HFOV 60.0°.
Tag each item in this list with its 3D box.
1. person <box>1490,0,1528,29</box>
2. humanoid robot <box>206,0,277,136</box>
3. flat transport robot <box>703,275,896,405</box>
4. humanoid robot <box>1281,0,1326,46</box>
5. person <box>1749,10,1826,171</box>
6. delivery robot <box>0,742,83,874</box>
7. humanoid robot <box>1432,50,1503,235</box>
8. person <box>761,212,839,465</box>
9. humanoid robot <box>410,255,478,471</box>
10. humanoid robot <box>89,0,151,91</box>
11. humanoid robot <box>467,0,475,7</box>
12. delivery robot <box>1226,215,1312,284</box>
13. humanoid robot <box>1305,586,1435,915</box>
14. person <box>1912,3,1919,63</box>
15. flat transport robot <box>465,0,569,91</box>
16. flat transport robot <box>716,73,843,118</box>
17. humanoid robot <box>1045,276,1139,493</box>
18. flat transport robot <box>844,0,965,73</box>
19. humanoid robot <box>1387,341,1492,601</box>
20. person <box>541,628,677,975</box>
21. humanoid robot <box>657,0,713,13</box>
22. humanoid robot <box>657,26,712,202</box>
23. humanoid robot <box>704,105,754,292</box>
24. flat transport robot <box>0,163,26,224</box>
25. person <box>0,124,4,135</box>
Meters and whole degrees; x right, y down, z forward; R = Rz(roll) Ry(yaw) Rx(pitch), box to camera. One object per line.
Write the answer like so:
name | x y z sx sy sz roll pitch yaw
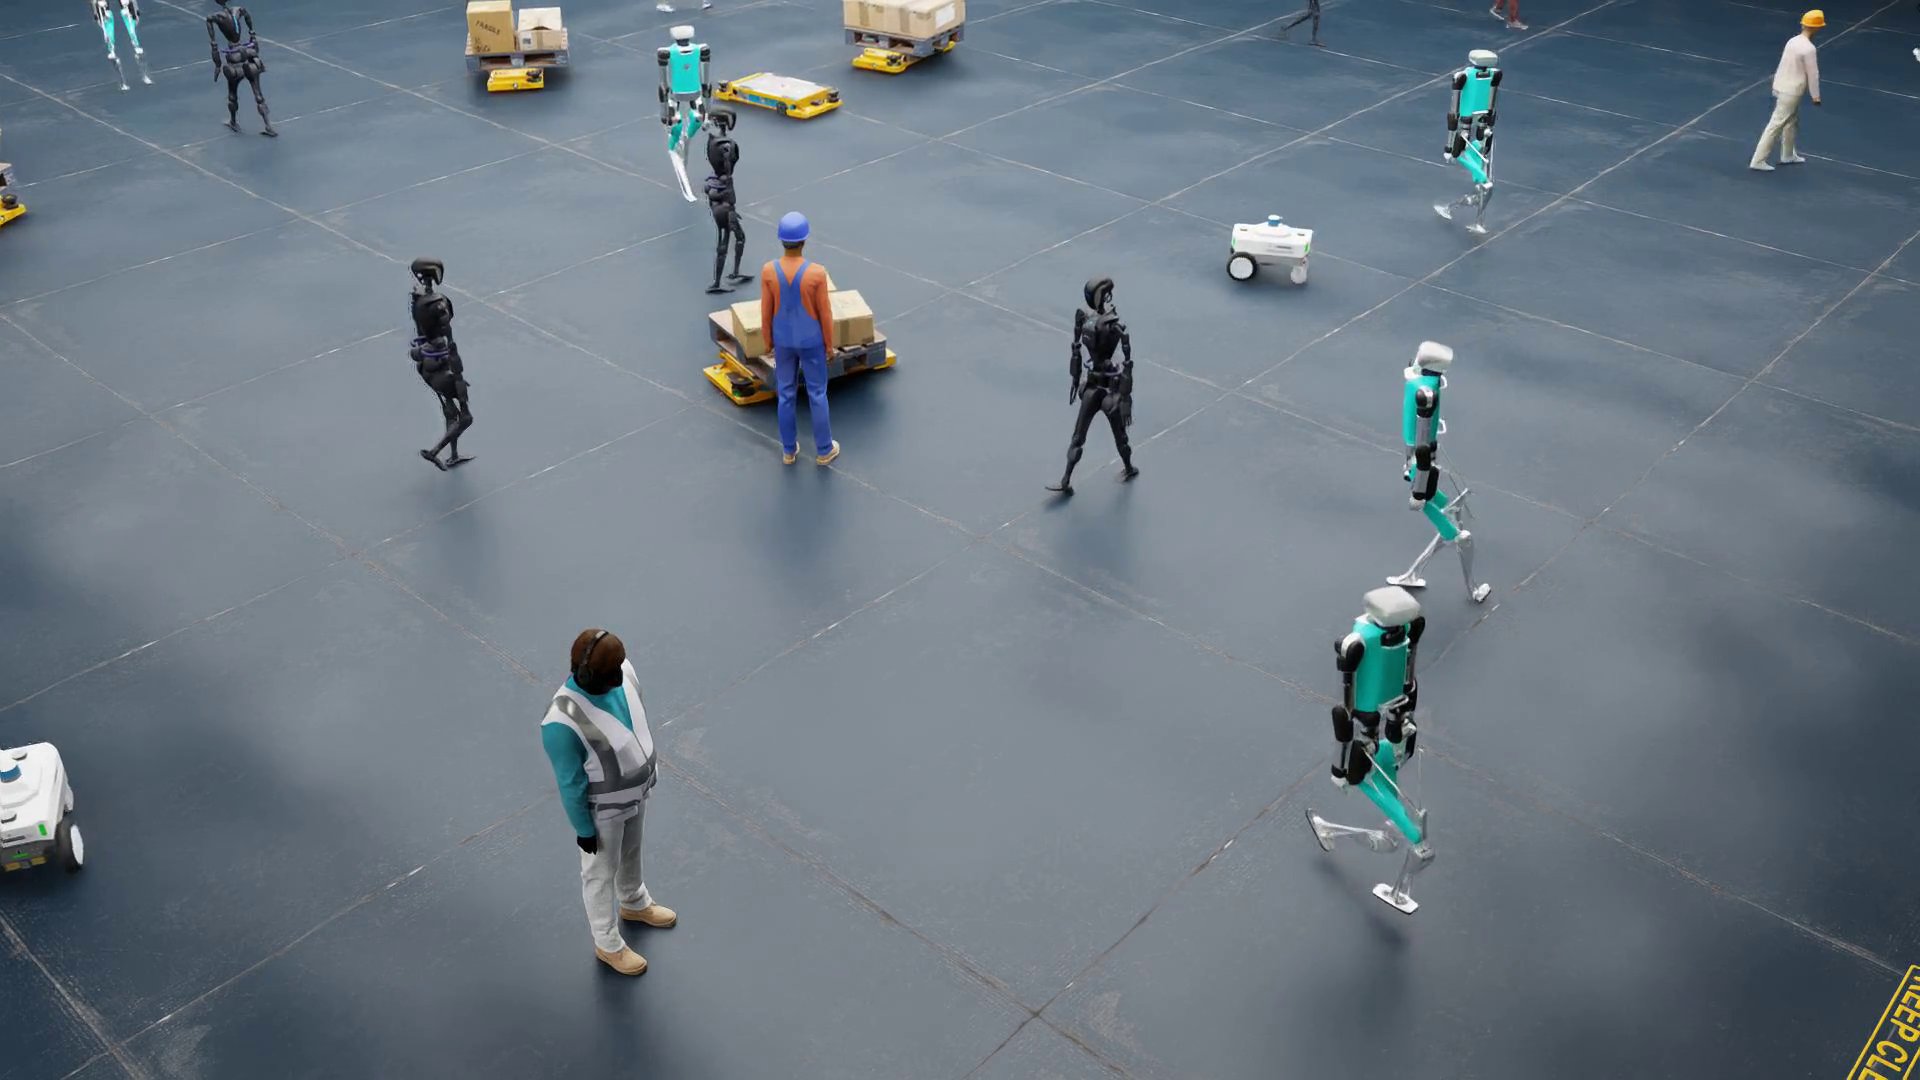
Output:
person | 7.489 -7.779 22.235 0.451 1.800 0.575 12 34 19
humanoid robot | -8.010 -5.311 18.396 0.743 1.630 0.595 21 38 30
flat transport robot | -1.295 -1.453 13.494 1.431 0.231 0.659 -19 36 -27
humanoid robot | 4.511 -7.254 21.518 0.626 1.625 0.606 12 34 18
person | 8.762 -4.663 17.333 0.747 1.669 0.472 0 32 1
delivery robot | -4.853 1.413 8.612 0.499 0.599 0.784 -11 33 -17
humanoid robot | 4.939 -3.694 15.747 0.554 1.747 1.046 -13 34 -20
person | -1.154 -1.419 11.885 0.521 1.910 0.370 5 32 8
humanoid robot | -3.754 -1.241 11.826 0.422 1.645 0.611 -24 39 -33
humanoid robot | -10.026 -6.233 19.781 0.530 1.760 0.746 -15 35 -22
humanoid robot | -6.900 -8.189 23.065 0.609 1.653 0.760 -15 35 -22
delivery robot | 2.806 -2.658 15.179 0.796 0.612 0.499 7 33 11
humanoid robot | 2.101 1.078 8.018 0.551 1.736 1.033 -21 37 -30
person | 12.112 -6.585 20.498 0.514 1.594 0.854 -3 32 -5
flat transport robot | -5.446 -5.869 20.605 0.659 0.231 1.431 -6 32 -10
flat transport robot | -2.141 -5.255 19.616 1.431 0.231 0.659 21 38 30
humanoid robot | 0.976 -1.052 11.560 0.791 1.622 0.611 -24 39 -34
flat transport robot | -0.714 -6.270 21.251 0.659 0.231 1.431 17 36 26
humanoid robot | 3.111 -0.363 10.420 0.849 1.856 0.551 4 32 6
person | -1.612 1.191 7.752 0.429 1.838 0.620 10 33 16
humanoid robot | -3.750 -8.031 22.738 1.017 1.776 0.536 12 34 19
humanoid robot | -2.835 -4.353 16.807 0.554 1.806 0.900 -13 34 -20
humanoid robot | -2.055 -3.010 14.662 0.479 1.643 0.616 -10 33 -16
flat transport robot | -10.074 -3.246 16.381 1.431 0.231 0.659 7 33 11
person | -11.053 -5.368 18.222 0.639 1.938 0.428 -10 33 -16
